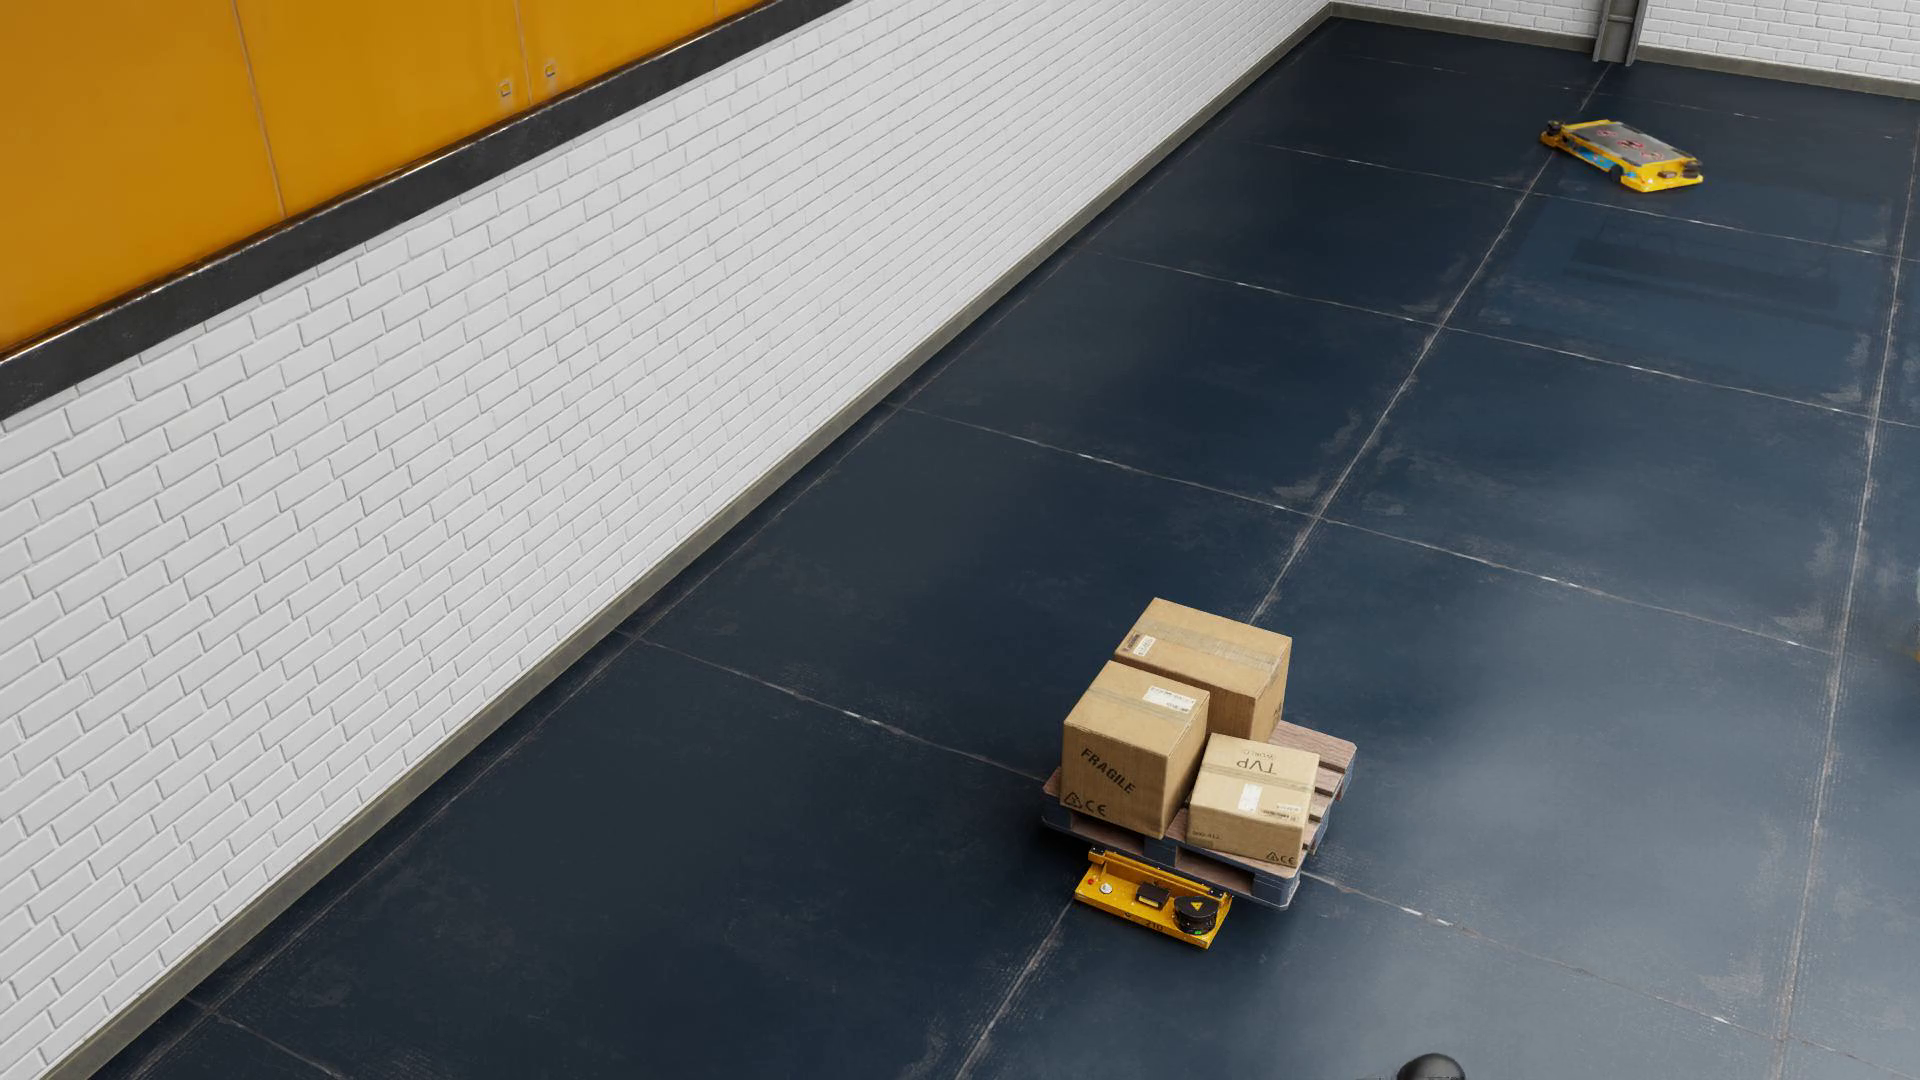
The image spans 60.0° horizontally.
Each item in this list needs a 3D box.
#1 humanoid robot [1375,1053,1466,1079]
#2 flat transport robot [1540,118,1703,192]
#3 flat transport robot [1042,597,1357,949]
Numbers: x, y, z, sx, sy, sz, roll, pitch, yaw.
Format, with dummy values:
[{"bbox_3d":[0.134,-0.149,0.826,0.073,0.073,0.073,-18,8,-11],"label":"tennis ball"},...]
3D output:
[{"bbox_3d":[1.371,2.275,5.326,0.354,1.640,0.590,-16,37,-22],"label":"humanoid robot"},{"bbox_3d":[6.063,-3.554,15.265,0.659,0.231,1.431,-13,36,-18],"label":"flat transport robot"},{"bbox_3d":[1.147,1.328,8.002,0.659,0.231,1.431,17,37,23],"label":"flat transport robot"}]
